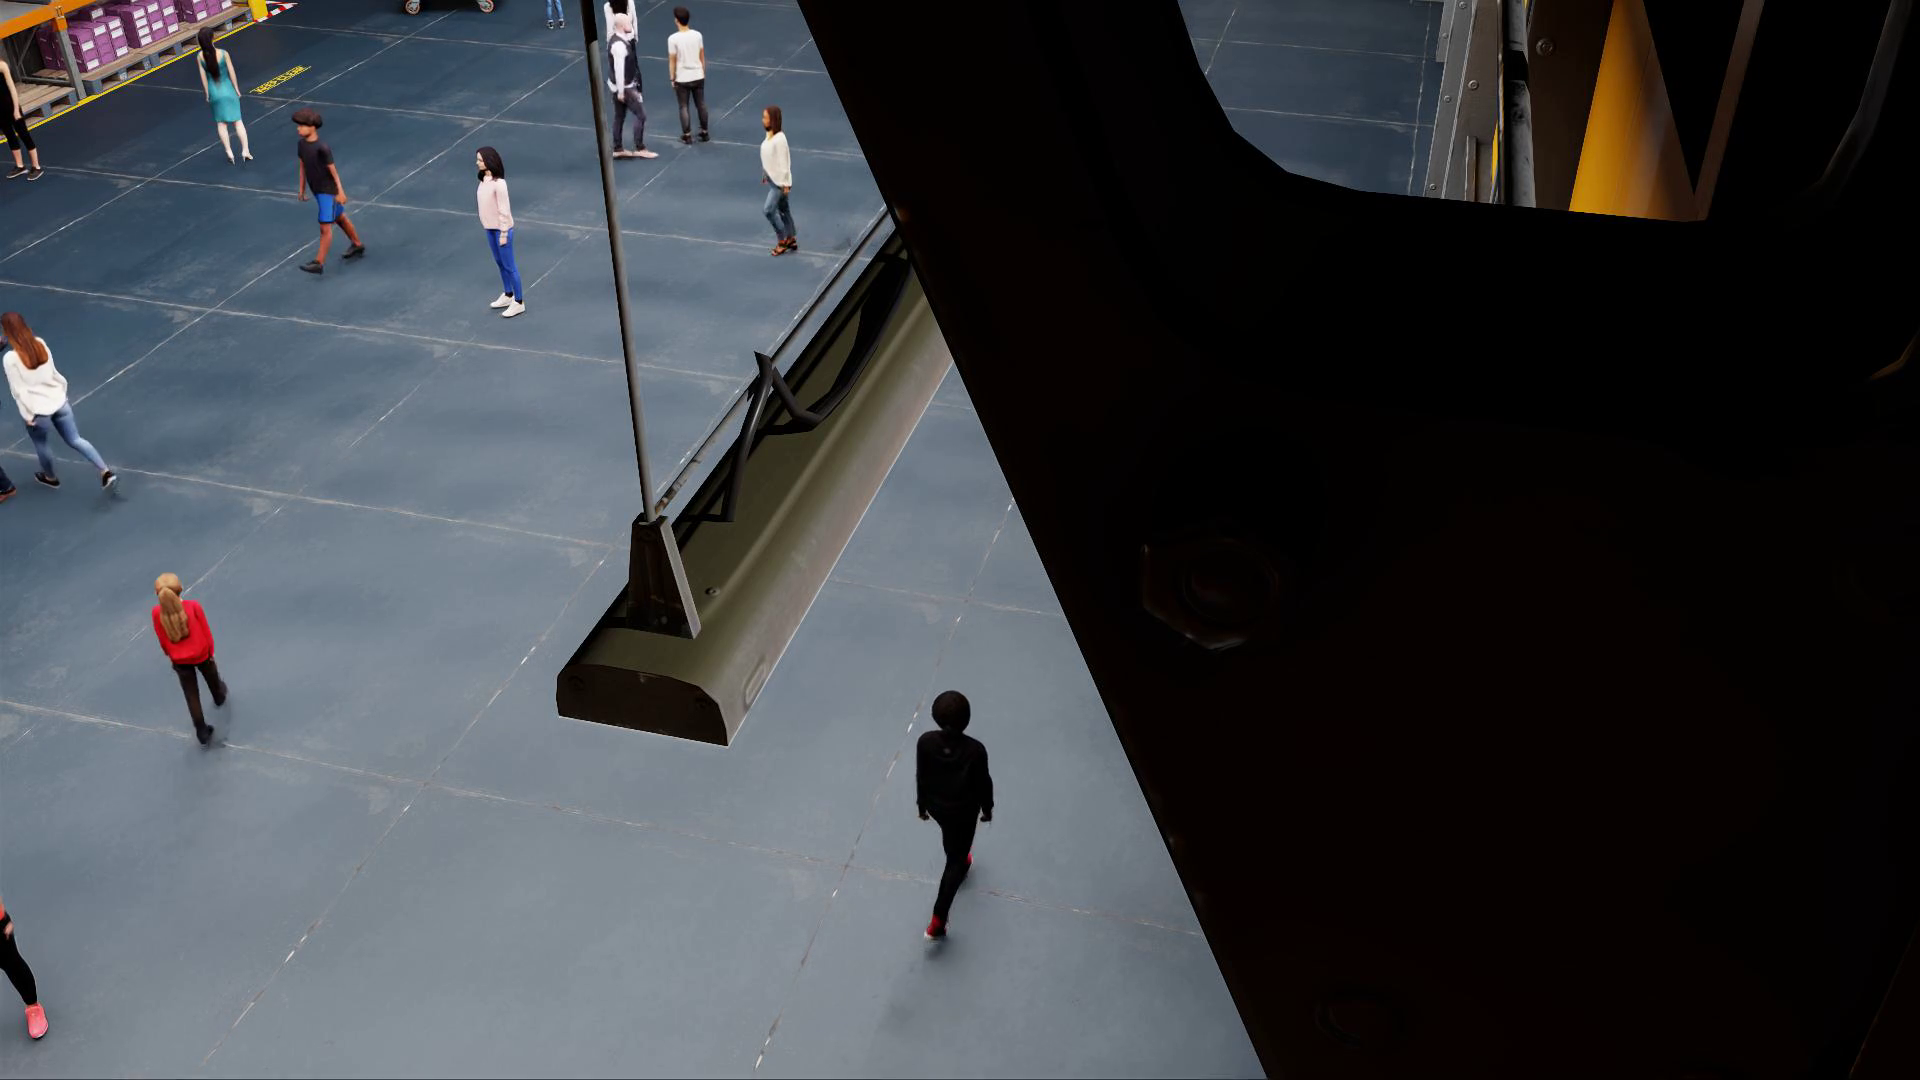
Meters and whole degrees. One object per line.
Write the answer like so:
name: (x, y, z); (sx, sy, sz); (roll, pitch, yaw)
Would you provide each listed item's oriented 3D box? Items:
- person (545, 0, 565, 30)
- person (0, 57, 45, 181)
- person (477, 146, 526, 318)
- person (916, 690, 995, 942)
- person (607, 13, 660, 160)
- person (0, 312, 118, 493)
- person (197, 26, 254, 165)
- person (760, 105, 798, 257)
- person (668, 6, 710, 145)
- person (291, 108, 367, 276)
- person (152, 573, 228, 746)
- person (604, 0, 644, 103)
person: (-6.229, -8.428, 25.326); (0.587, 1.222, 0.615); (-10, 35, -15)
person: (-11.482, -5.217, 20.043); (0.566, 1.723, 0.507); (10, 35, 14)
person: (-4.672, -3.148, 16.887); (0.752, 1.770, 0.721); (-22, 40, -30)
person: (-0.061, 1.635, 9.806); (0.654, 1.643, 1.094); (11, 35, 16)
person: (-4.228, -5.555, 20.477); (0.961, 1.803, 0.904); (-12, 35, -17)
person: (-7.566, -1.098, 13.899); (0.796, 1.663, 1.073); (14, 36, 20)
person: (-9.079, -5.476, 20.466); (0.618, 1.686, 0.638); (-11, 35, -16)
person: (-1.901, -3.927, 18.149); (0.805, 1.671, 0.714); (-10, 35, -14)
person: (-3.431, -5.876, 21.043); (0.700, 1.712, 0.764); (-16, 37, -23)
person: (-6.742, -3.771, 17.851); (0.895, 1.741, 1.214); (21, 39, 28)
person: (-5.279, 0.819, 11.386); (0.805, 1.253, 0.967); (-10, 35, -15)
person: (-4.511, -6.687, 22.275); (0.674, 1.701, 0.761); (-23, 40, -30)
